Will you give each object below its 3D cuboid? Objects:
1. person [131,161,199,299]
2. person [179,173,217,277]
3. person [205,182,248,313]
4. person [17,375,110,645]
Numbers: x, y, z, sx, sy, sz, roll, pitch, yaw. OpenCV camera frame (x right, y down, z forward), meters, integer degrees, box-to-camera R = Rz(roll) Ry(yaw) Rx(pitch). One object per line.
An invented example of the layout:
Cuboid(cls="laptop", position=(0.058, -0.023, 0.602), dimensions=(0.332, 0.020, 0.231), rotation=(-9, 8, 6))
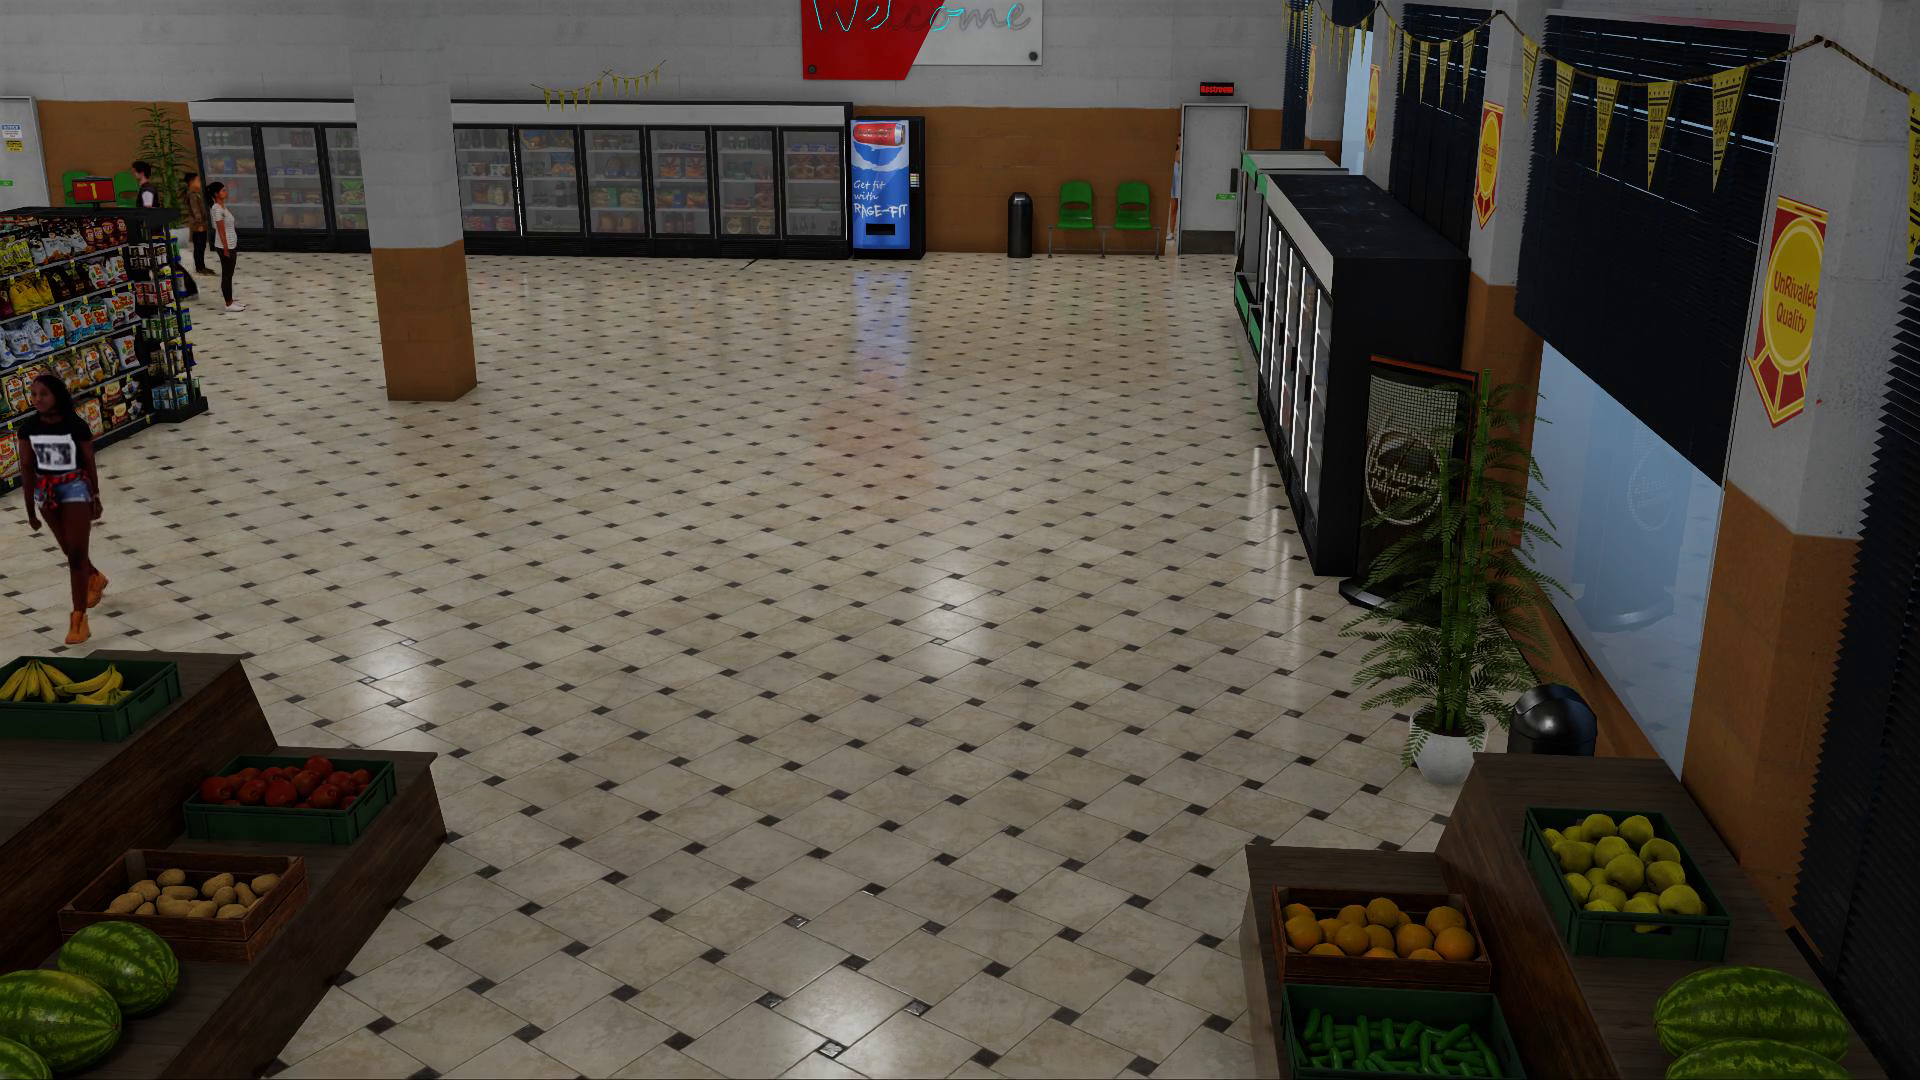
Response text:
Cuboid(cls="person", position=(-10.549, -4.036, 21.940), dimensions=(1.144, 1.803, 1.212), rotation=(-9, 21, -25))
Cuboid(cls="person", position=(-11.061, -4.584, 24.111), dimensions=(0.743, 1.454, 0.659), rotation=(-10, 21, -27))
Cuboid(cls="person", position=(-9.476, -3.785, 21.441), dimensions=(0.698, 1.646, 0.579), rotation=(-5, 19, -15))
Cuboid(cls="person", position=(-5.815, -0.234, 10.861), dimensions=(0.754, 1.677, 1.262), rotation=(-1, 19, -4))
